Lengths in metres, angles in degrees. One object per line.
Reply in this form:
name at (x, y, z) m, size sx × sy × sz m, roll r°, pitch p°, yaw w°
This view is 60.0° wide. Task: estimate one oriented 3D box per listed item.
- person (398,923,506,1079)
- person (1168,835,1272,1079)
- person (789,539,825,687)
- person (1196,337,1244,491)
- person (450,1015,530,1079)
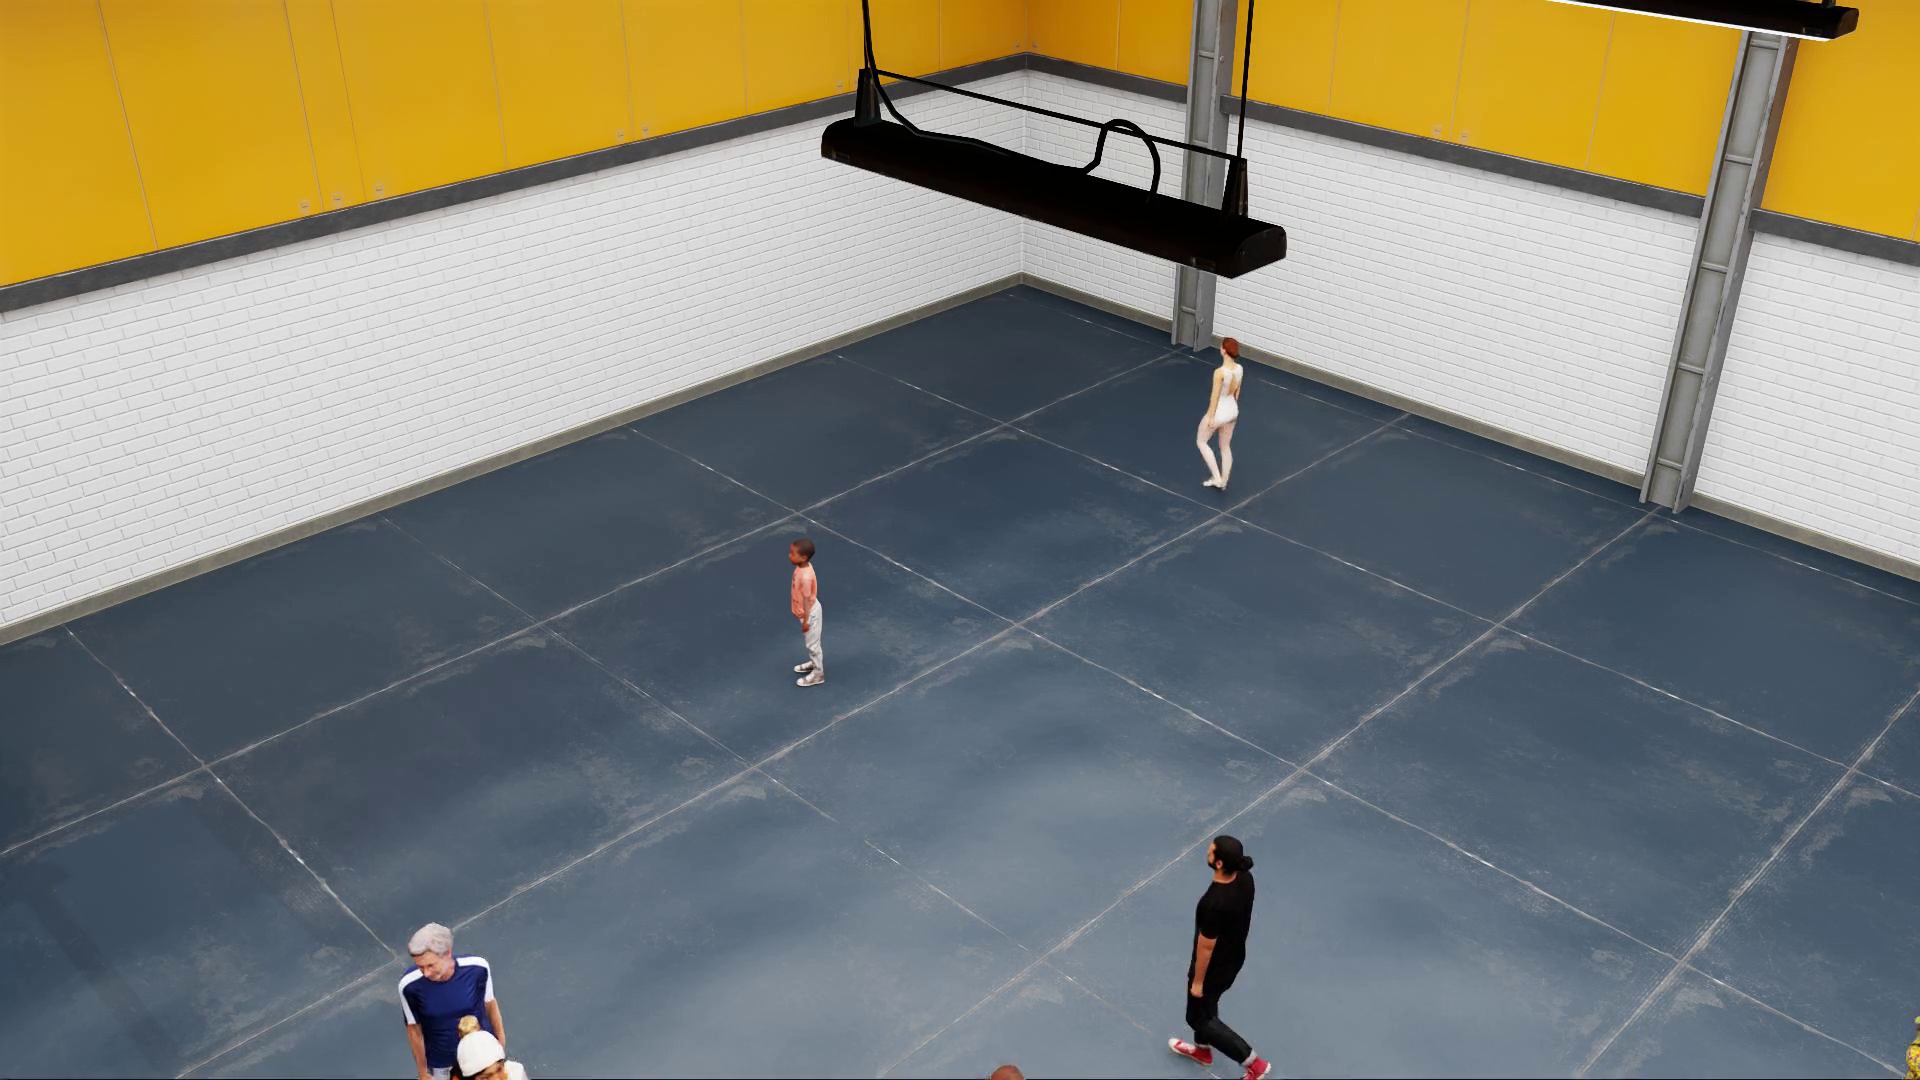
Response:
person at (-2.757, 2.744, 9.119) m, size 0.760 × 1.805 × 0.793 m, roll -10°, pitch 30°, yaw -17°
person at (1.557, 2.488, 9.657) m, size 0.989 × 1.738 × 0.776 m, roll 17°, pitch 33°, yaw 28°
person at (-1.237, 0.570, 13.624) m, size 0.604 × 1.307 × 0.526 m, roll -5°, pitch 29°, yaw -9°
person at (2.670, -1.213, 16.550) m, size 0.597 × 1.635 × 0.577 m, roll -21°, pitch 35°, yaw -33°
person at (-2.410, 3.105, 8.384) m, size 0.802 × 1.874 × 0.735 m, roll 23°, pitch 36°, yaw 35°
